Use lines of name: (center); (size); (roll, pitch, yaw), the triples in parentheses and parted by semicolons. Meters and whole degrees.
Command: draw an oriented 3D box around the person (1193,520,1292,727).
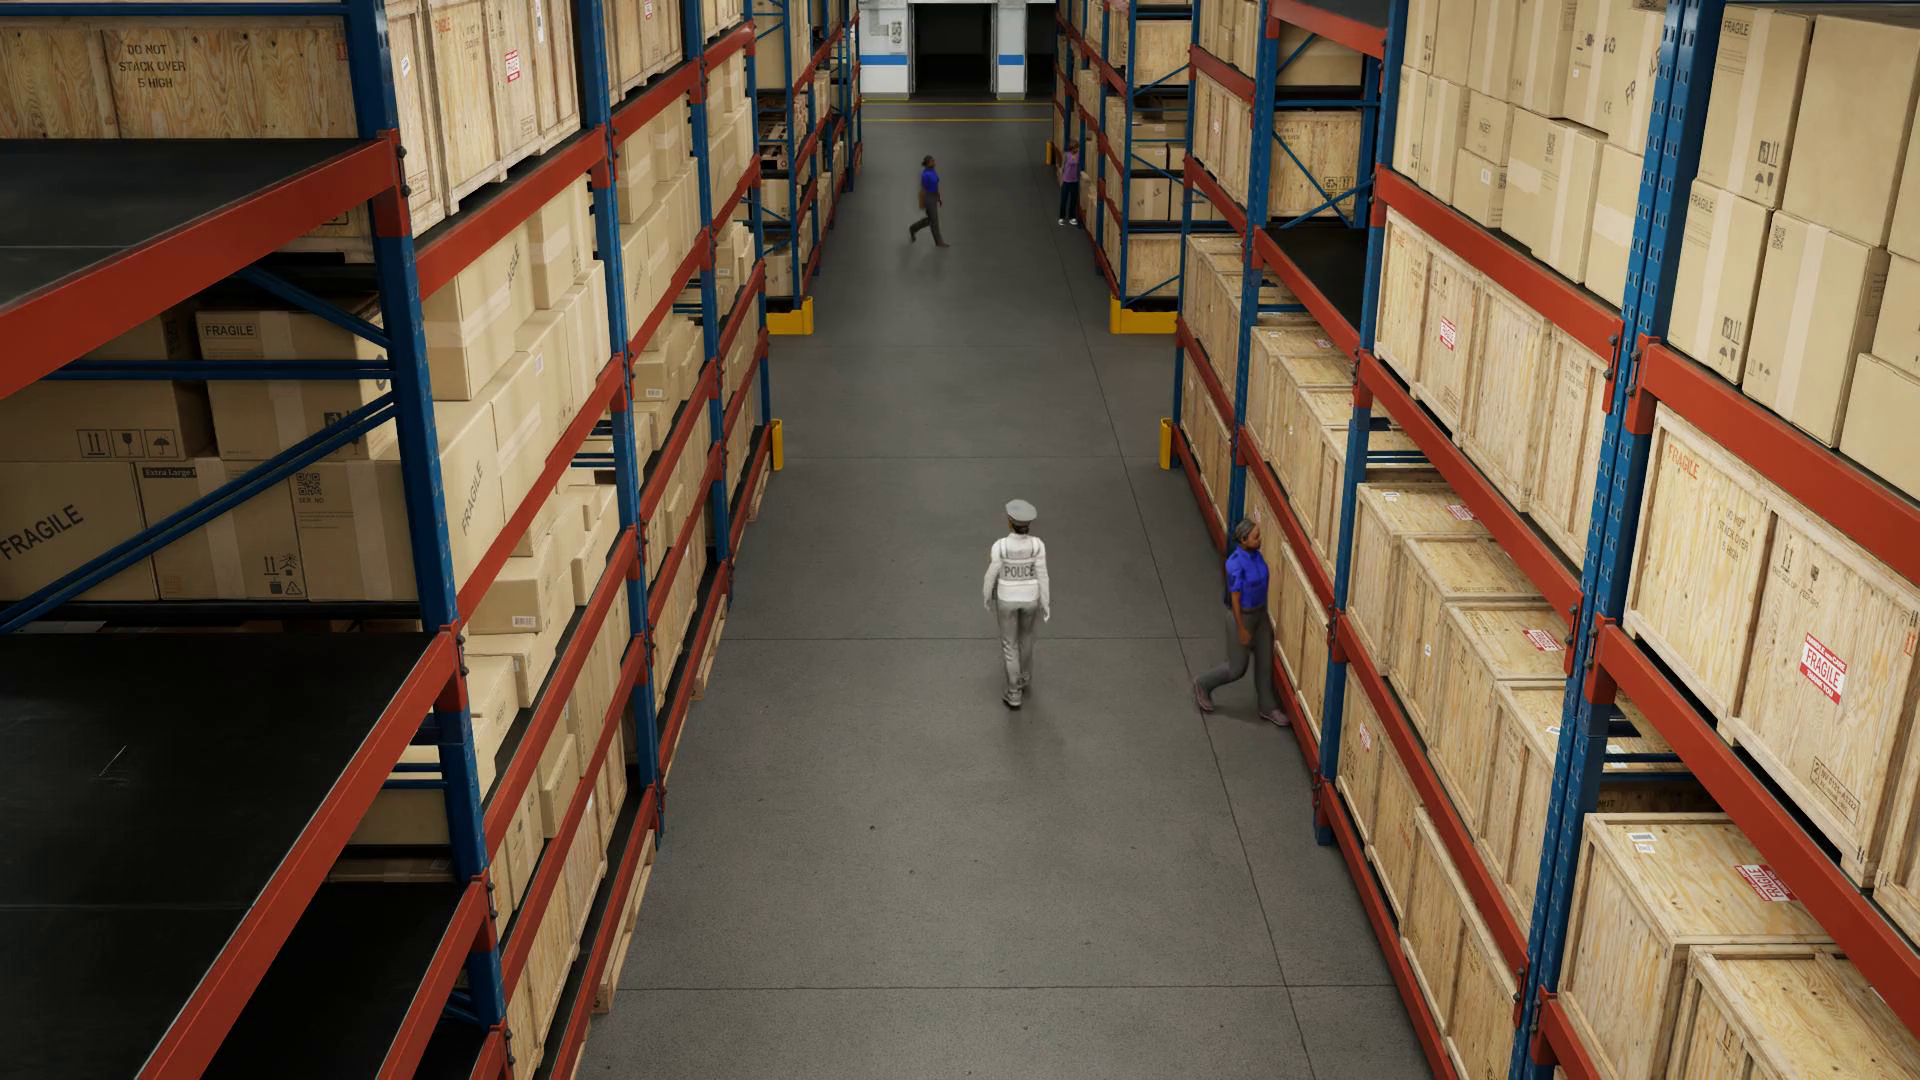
person: (2.274, 0.638, 13.039); (0.780, 1.639, 0.449); (20, 29, 41)

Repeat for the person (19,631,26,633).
person: (-8.032, 0.326, 13.713); (0.570, 1.722, 0.995); (4, 22, 10)

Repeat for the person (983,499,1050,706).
person: (0.437, 0.468, 13.393); (0.509, 1.676, 0.636); (-5, 22, -13)

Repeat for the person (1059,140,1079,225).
person: (2.166, -6.940, 32.296); (0.500, 1.611, 0.359); (-7, 23, -18)

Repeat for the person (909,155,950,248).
person: (-0.564, -6.224, 30.464); (0.878, 1.636, 0.467); (8, 23, 19)
